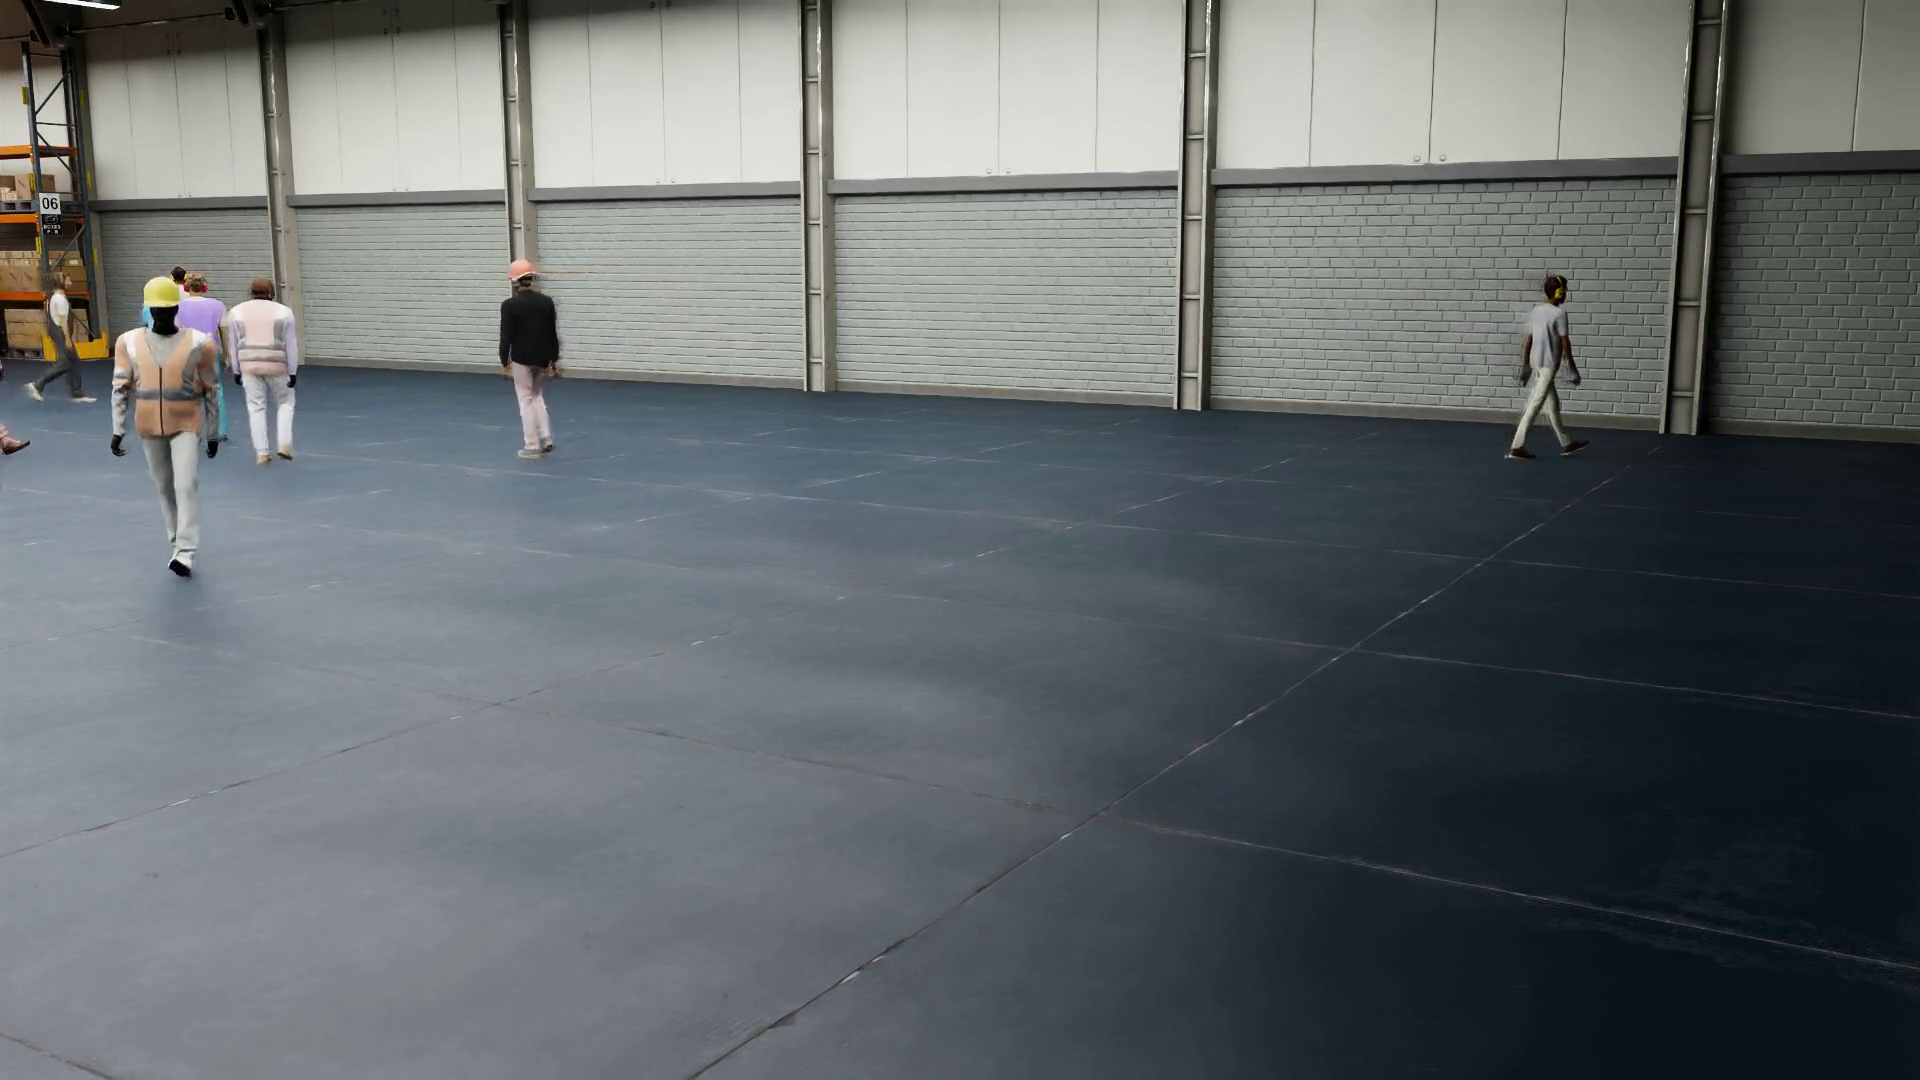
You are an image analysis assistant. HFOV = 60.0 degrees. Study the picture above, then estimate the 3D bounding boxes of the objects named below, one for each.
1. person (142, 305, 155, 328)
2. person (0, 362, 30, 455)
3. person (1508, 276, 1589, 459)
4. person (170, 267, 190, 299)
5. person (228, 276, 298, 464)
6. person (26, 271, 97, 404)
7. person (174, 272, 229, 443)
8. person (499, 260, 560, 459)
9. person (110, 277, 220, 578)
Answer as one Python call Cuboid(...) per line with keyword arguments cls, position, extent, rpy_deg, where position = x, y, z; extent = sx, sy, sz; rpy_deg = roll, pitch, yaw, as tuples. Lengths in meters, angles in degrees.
Cuboid(cls="person", position=(-11.605, -2.892, 23.977), extent=(0.543, 1.663, 0.795), rpy_deg=(5, 11, 28))
Cuboid(cls="person", position=(-9.881, -1.775, 16.819), extent=(0.966, 1.862, 0.676), rpy_deg=(0, 10, -2))
Cuboid(cls="person", position=(5.927, -1.713, 16.608), extent=(0.983, 1.818, 0.505), rpy_deg=(-2, 10, -13))
Cuboid(cls="person", position=(-11.774, -3.207, 25.237), extent=(0.519, 1.865, 0.331), rpy_deg=(-8, 13, -39))
Cuboid(cls="person", position=(-6.776, -1.647, 16.227), extent=(0.645, 1.827, 0.462), rpy_deg=(-2, 10, -11))
Cuboid(cls="person", position=(-12.271, -2.738, 22.605), extent=(0.760, 1.827, 0.510), rpy_deg=(-5, 11, -27))
Cuboid(cls="person", position=(-8.258, -1.980, 18.098), extent=(0.575, 1.843, 0.374), rpy_deg=(-7, 12, -36))
Cuboid(cls="person", position=(-4.325, -1.799, 16.634), extent=(0.439, 1.979, 0.638), rpy_deg=(8, 13, 40))
Cuboid(cls="person", position=(-5.020, -0.701, 10.503), extent=(0.601, 1.884, 0.935), rpy_deg=(-2, 10, -10))
